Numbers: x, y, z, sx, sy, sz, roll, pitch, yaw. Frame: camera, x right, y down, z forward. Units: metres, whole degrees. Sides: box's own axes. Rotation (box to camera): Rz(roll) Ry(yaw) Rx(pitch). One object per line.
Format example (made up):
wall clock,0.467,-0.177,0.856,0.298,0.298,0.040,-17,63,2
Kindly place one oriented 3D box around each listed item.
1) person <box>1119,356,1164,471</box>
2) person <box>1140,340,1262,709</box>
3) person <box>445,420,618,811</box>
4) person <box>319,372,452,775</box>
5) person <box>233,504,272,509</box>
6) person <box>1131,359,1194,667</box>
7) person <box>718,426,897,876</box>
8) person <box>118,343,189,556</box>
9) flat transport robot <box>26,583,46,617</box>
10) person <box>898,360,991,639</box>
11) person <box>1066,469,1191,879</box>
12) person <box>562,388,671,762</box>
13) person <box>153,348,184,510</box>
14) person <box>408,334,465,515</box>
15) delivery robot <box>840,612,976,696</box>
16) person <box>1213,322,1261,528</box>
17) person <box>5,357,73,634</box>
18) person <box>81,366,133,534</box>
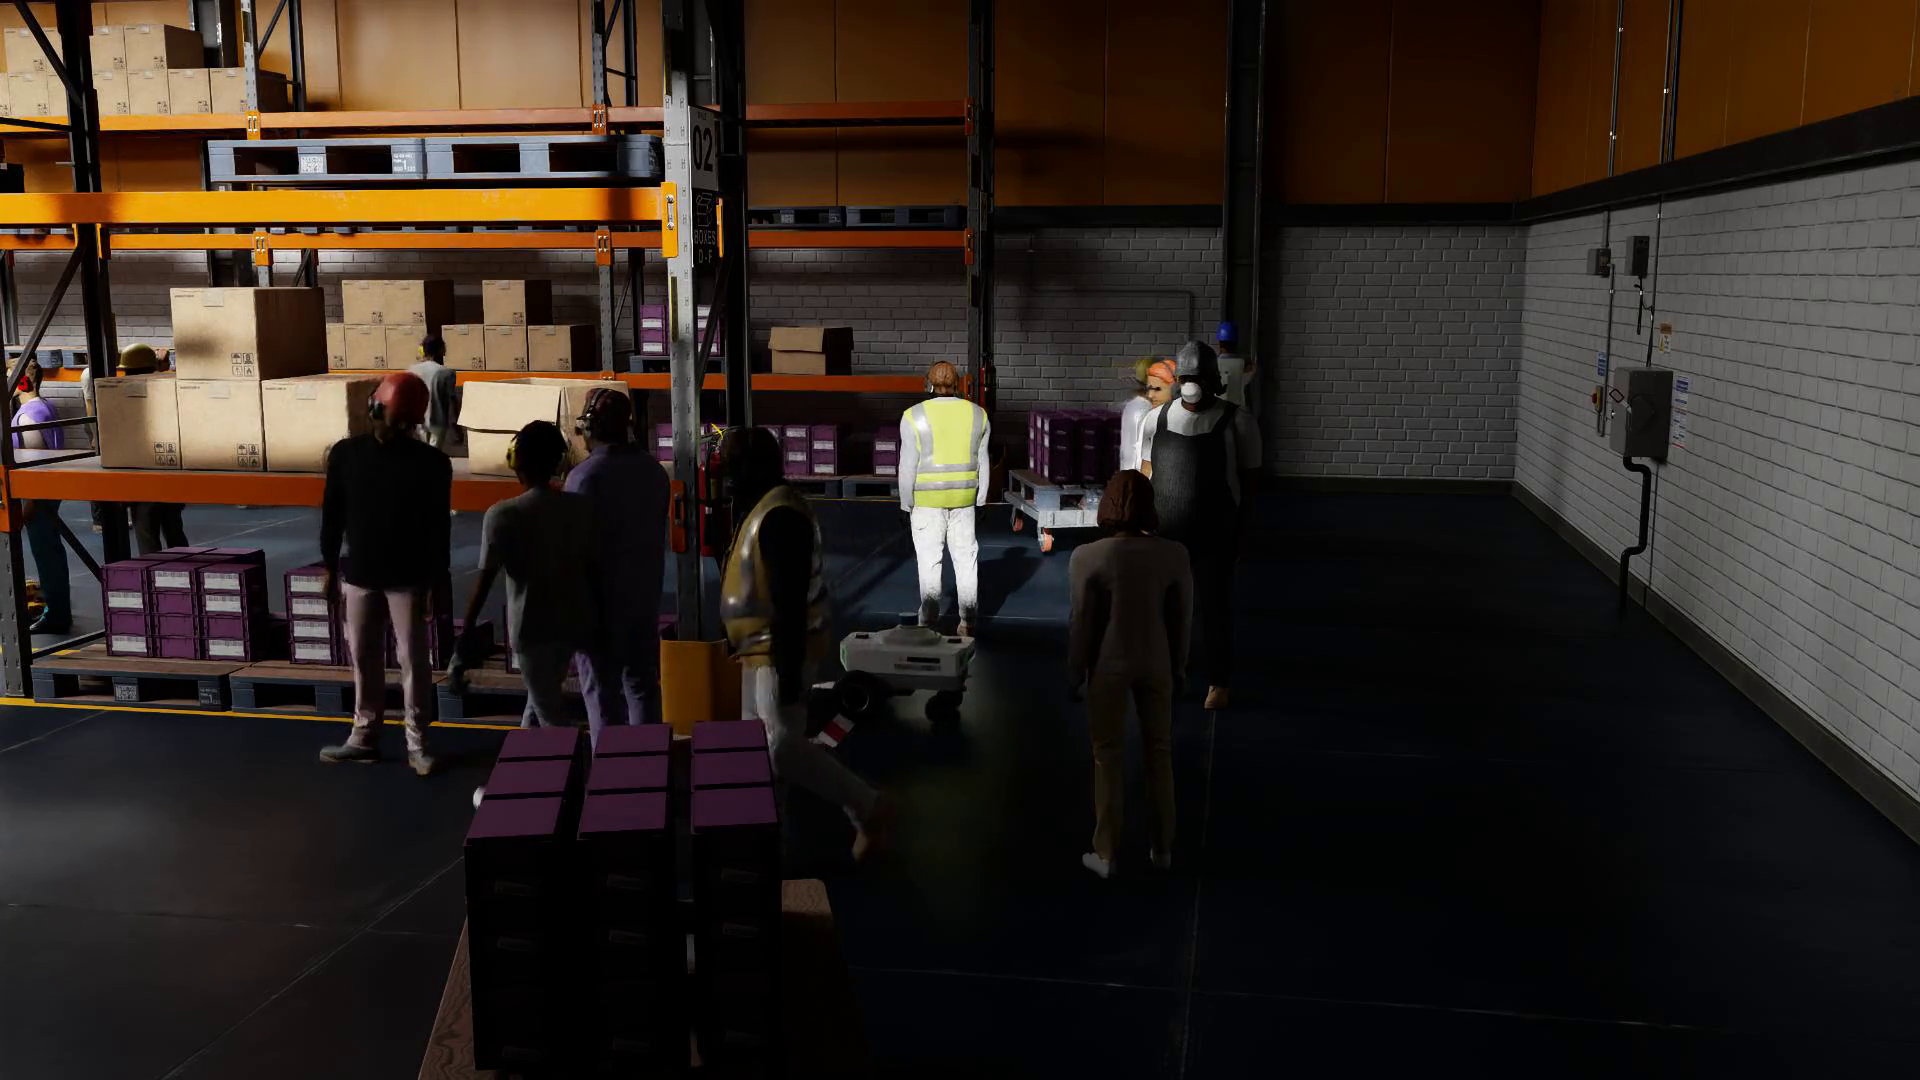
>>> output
person,1.296,-0.403,11.879,0.571,1.814,0.600,-1,9,-9
person,1.284,-0.083,9.200,0.683,2.000,0.538,4,10,24
person,-1.771,0.425,6.772,0.996,1.796,0.672,7,12,39
person,-2.794,0.171,7.940,0.785,1.956,0.368,1,9,8
person,-7.104,-1.236,17.016,0.439,1.834,0.751,4,10,24
person,1.234,-0.150,10.094,0.356,1.887,0.572,-7,11,-37
person,-0.645,0.453,6.619,0.646,1.806,0.699,-2,9,-14
person,-5.516,-0.371,11.331,0.370,1.929,0.585,4,10,23
flat transport robot,-7.080,0.411,11.609,1.431,0.197,0.652,3,10,16
person,-0.114,-0.246,10.825,0.634,1.841,0.429,-4,10,-21
person,0.669,0.534,6.632,0.503,1.632,0.274,-2,9,-10
person,-1.564,0.273,7.451,0.402,1.901,0.647,5,10,26
person,-8.086,-1.120,16.876,0.308,1.641,0.514,-4,10,-21
person,-5.121,-1.096,16.196,0.508,1.810,0.954,3,10,16
delivery robot,-0.278,0.638,9.034,0.707,0.478,0.477,2,9,12
person,2.491,-1.052,15.495,0.615,1.946,0.391,1,9,7
person,-6.153,-0.299,11.136,0.378,1.844,0.569,-3,10,-20
person,-7.902,-0.982,15.383,0.327,1.843,0.516,-1,9,-5
